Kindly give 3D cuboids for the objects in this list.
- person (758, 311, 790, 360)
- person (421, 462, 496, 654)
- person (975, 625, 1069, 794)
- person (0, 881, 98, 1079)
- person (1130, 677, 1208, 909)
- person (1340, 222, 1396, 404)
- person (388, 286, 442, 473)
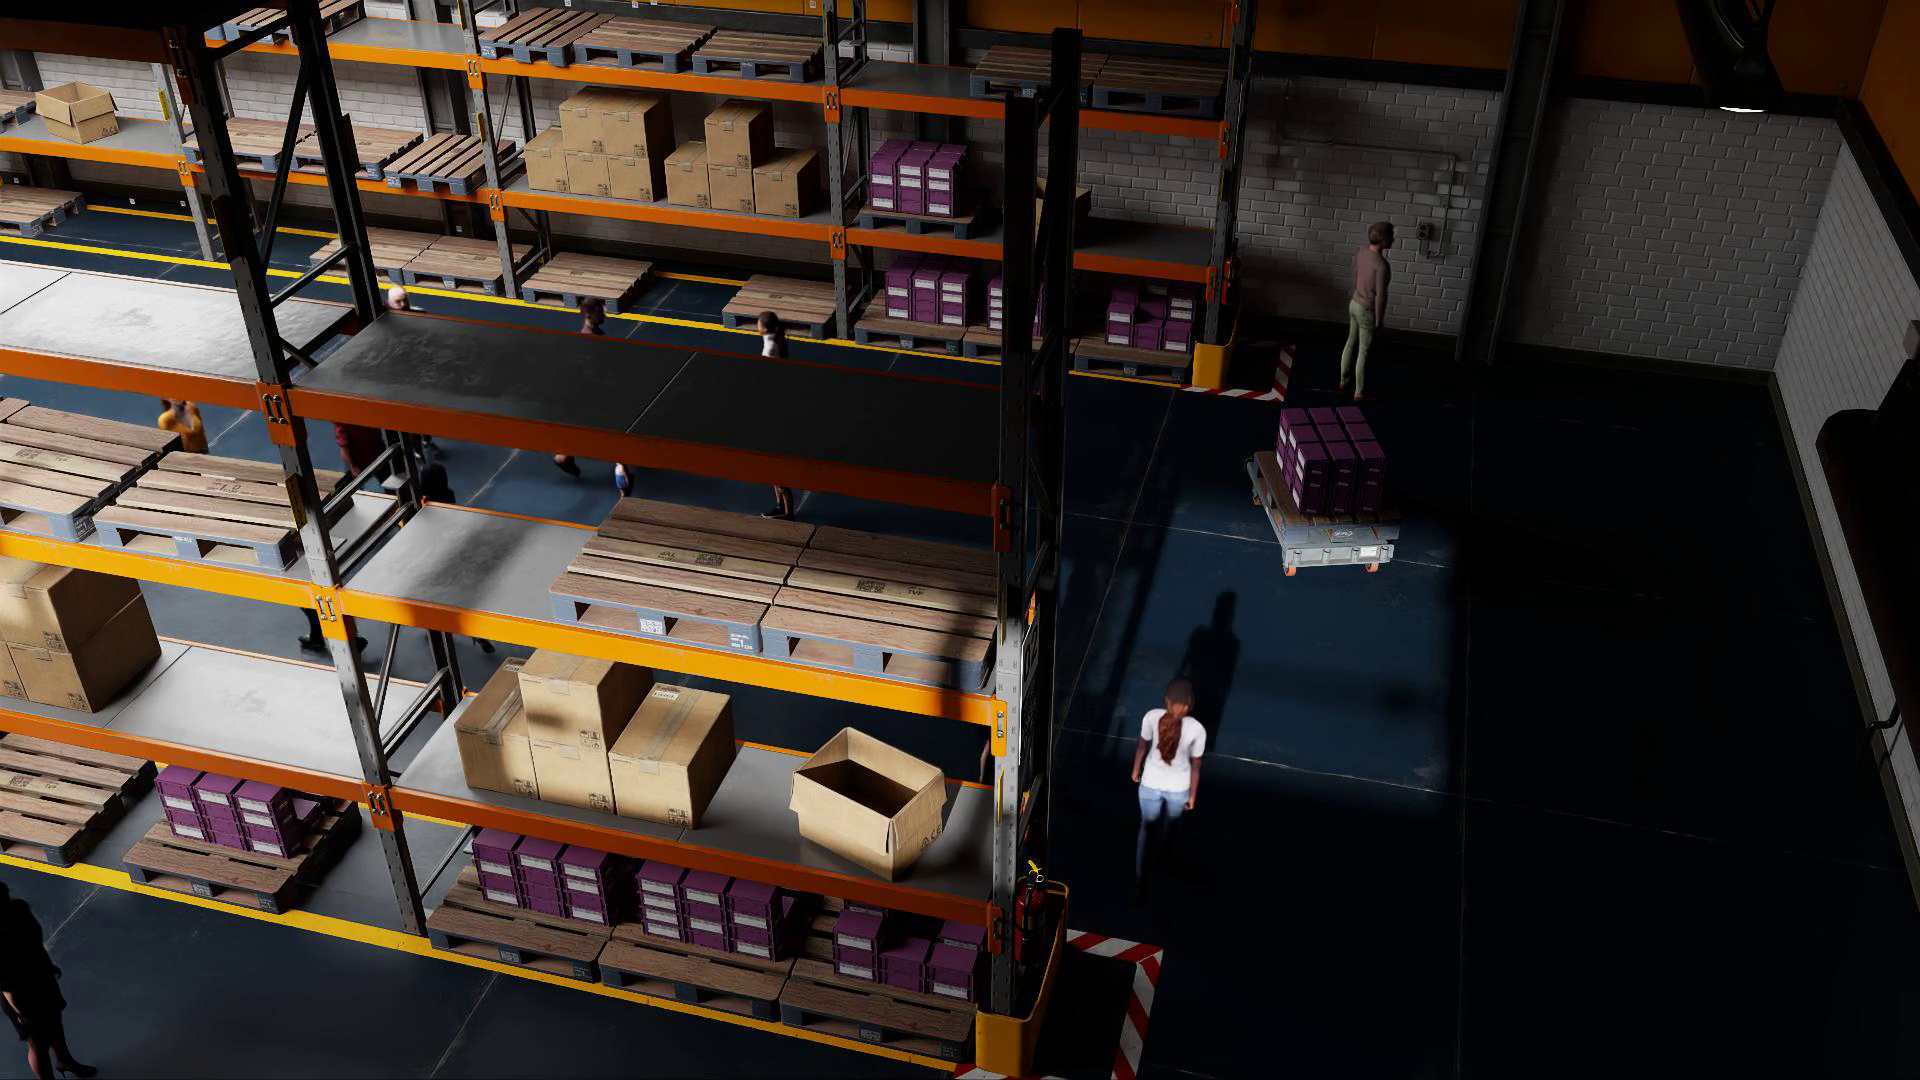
[{"bbox_3d":[-1.634,-1.410,15.674,1.071,1.514,0.549,9,35,13],"label":"person"},{"bbox_3d":[-4.134,0.145,13.161,1.083,1.707,0.728,16,37,23],"label":"person"},{"bbox_3d":[0.256,1.184,11.592,1.088,1.713,0.972,-10,35,-14],"label":"person"},{"bbox_3d":[-5.324,2.573,9.507,0.597,1.706,0.640,-2,34,-2],"label":"person"},{"bbox_3d":[1.326,1.666,10.882,0.992,1.695,0.727,8,34,12],"label":"person"},{"bbox_3d":[4.082,-2.297,16.688,0.792,1.869,0.773,-10,35,-14],"label":"person"},{"bbox_3d":[-5.174,-1.586,15.665,0.838,1.817,0.895,-27,42,-34],"label":"person"}]
